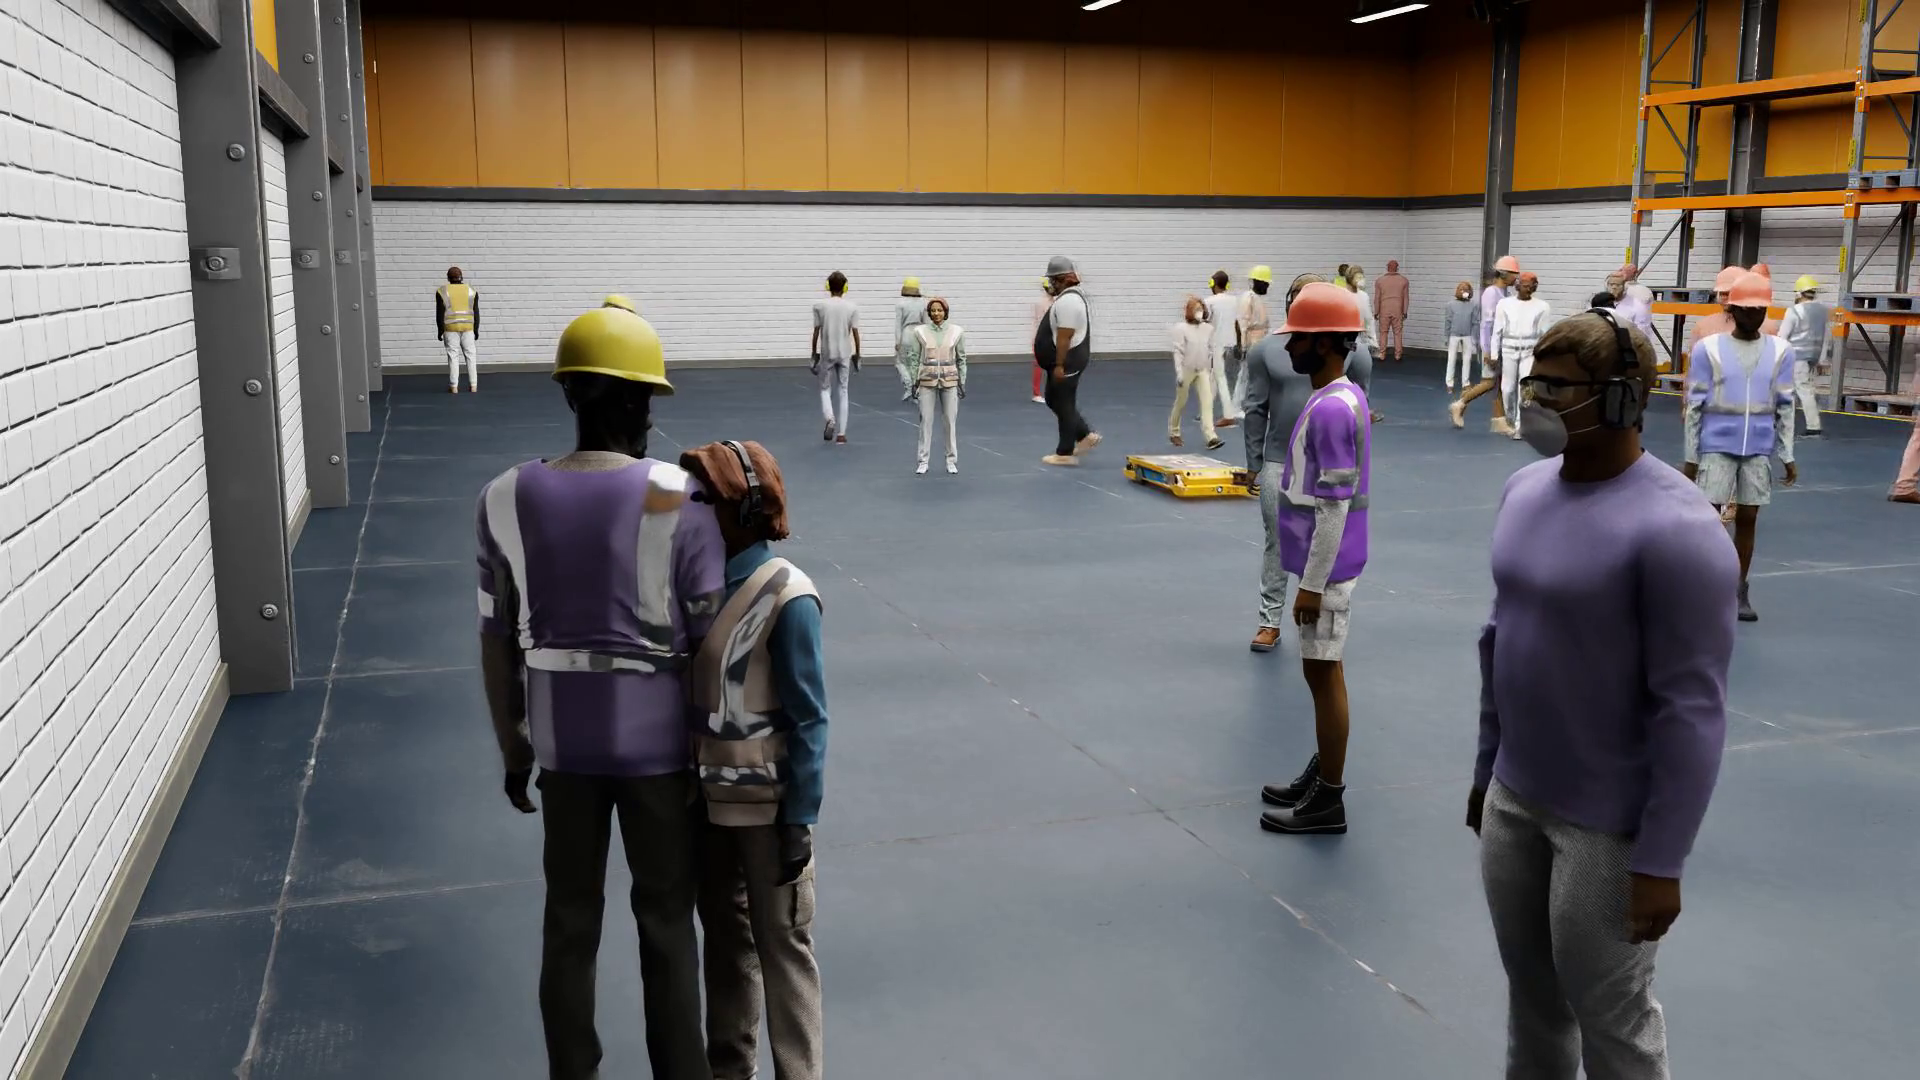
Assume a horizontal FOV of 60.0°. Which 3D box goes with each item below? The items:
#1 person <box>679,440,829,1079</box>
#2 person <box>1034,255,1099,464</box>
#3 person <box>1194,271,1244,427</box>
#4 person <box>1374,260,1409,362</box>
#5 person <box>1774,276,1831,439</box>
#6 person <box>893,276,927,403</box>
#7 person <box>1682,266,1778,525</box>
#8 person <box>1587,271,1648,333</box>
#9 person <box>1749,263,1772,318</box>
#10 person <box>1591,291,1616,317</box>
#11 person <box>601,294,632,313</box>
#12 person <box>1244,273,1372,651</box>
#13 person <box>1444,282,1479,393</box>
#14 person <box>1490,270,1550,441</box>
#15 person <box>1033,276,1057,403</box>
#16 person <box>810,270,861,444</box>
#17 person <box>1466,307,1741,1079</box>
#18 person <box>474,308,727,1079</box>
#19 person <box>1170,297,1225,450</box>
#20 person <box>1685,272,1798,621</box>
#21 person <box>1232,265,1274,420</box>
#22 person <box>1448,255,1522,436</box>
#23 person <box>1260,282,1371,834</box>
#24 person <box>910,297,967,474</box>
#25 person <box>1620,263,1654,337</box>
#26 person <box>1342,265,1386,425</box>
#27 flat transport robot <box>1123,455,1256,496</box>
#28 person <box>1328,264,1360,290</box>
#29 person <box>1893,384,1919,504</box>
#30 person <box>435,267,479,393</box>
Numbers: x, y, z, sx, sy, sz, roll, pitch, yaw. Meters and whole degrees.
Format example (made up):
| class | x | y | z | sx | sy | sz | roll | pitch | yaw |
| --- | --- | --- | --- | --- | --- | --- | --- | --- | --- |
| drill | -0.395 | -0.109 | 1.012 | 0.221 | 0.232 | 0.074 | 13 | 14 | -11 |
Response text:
| class | x | y | z | sx | sy | sz | roll | pitch | yaw |
| --- | --- | --- | --- | --- | --- | --- | --- | --- | --- |
| person | -0.485 | 0.591 | 3.722 | 0.305 | 1.640 | 0.522 | -9 | 13 | -41 |
| person | 0.988 | -1.739 | 16.048 | 0.549 | 2.000 | 0.688 | 1 | 10 | 5 |
| person | 3.011 | -2.257 | 19.668 | 0.654 | 1.817 | 0.800 | -7 | 12 | -35 |
| person | 8.116 | -4.309 | 31.317 | 0.640 | 1.909 | 0.409 | 1 | 10 | 8 |
| person | 9.299 | -2.030 | 18.485 | 0.601 | 1.782 | 0.924 | -5 | 11 | -25 |
| person | -0.676 | -2.711 | 22.583 | 0.502 | 1.727 | 0.379 | -6 | 11 | -29 |
| person | 5.708 | -1.042 | 12.295 | 0.987 | 1.957 | 0.632 | -9 | 13 | -41 |
| person | 6.978 | -1.933 | 17.722 | 0.648 | 1.861 | 0.992 | 6 | 12 | 33 |
| person | 10.040 | -2.507 | 20.884 | 0.580 | 1.901 | 0.880 | -4 | 11 | -24 |
| person | 6.220 | -1.617 | 16.404 | 0.751 | 1.674 | 0.527 | 10 | 14 | 44 |
| person | -2.625 | -1.004 | 12.726 | 0.331 | 1.729 | 0.677 | -3 | 10 | -18 |
| person | 1.755 | -0.381 | 8.483 | 0.631 | 1.939 | 0.370 | 3 | 10 | 16 |
| person | 7.325 | -2.959 | 24.316 | 0.499 | 1.629 | 0.278 | 0 | 10 | 2 |
| person | 6.175 | -2.038 | 18.337 | 0.620 | 1.865 | 0.730 | 4 | 10 | 20 |
| person | 1.255 | -2.703 | 22.529 | 0.529 | 1.738 | 0.736 | -8 | 12 | -38 |
| person | -1.332 | -1.951 | 17.816 | 0.552 | 1.855 | 0.393 | 0 | 10 | -2 |
| person | 1.203 | 0.524 | 3.247 | 0.377 | 1.940 | 0.628 | -2 | 10 | -14 |
| person | -0.769 | 0.449 | 3.735 | 0.585 | 1.920 | 0.382 | 2 | 10 | 11 |
| person | 2.448 | -1.735 | 17.362 | 0.520 | 1.577 | 0.866 | -5 | 11 | -25 |
| person | 4.348 | -0.515 | 9.276 | 0.557 | 1.939 | 0.374 | 2 | 10 | 9 |
| person | 3.679 | -2.385 | 20.242 | 0.862 | 1.879 | 0.611 | 4 | 11 | 23 |
| person | 5.954 | -2.181 | 18.672 | 0.750 | 2.021 | 0.626 | 9 | 13 | 43 |
| person | 1.255 | 0.071 | 5.870 | 0.356 | 1.938 | 0.545 | 2 | 10 | 13 |
| person | -0.199 | -1.425 | 15.392 | 0.524 | 1.639 | 0.308 | 0 | 10 | -1 |
| person | 8.660 | -2.642 | 21.676 | 0.651 | 1.904 | 0.403 | -1 | 10 | -4 |
| person | 4.678 | -2.289 | 19.646 | 0.651 | 1.885 | 1.006 | -9 | 14 | -43 |
| flat transport robot | 1.970 | -0.577 | 14.443 | 0.652 | 0.197 | 1.431 | -3 | 10 | -14 |
| person | 7.120 | -4.204 | 30.910 | 0.624 | 1.841 | 0.430 | 3 | 10 | 19 |
| person | 8.011 | -1.178 | 13.282 | 0.920 | 1.864 | 0.683 | 7 | 12 | 36 |
| person | -7.351 | -3.070 | 24.340 | 0.623 | 1.841 | 0.430 | -6 | 11 | -30 |
